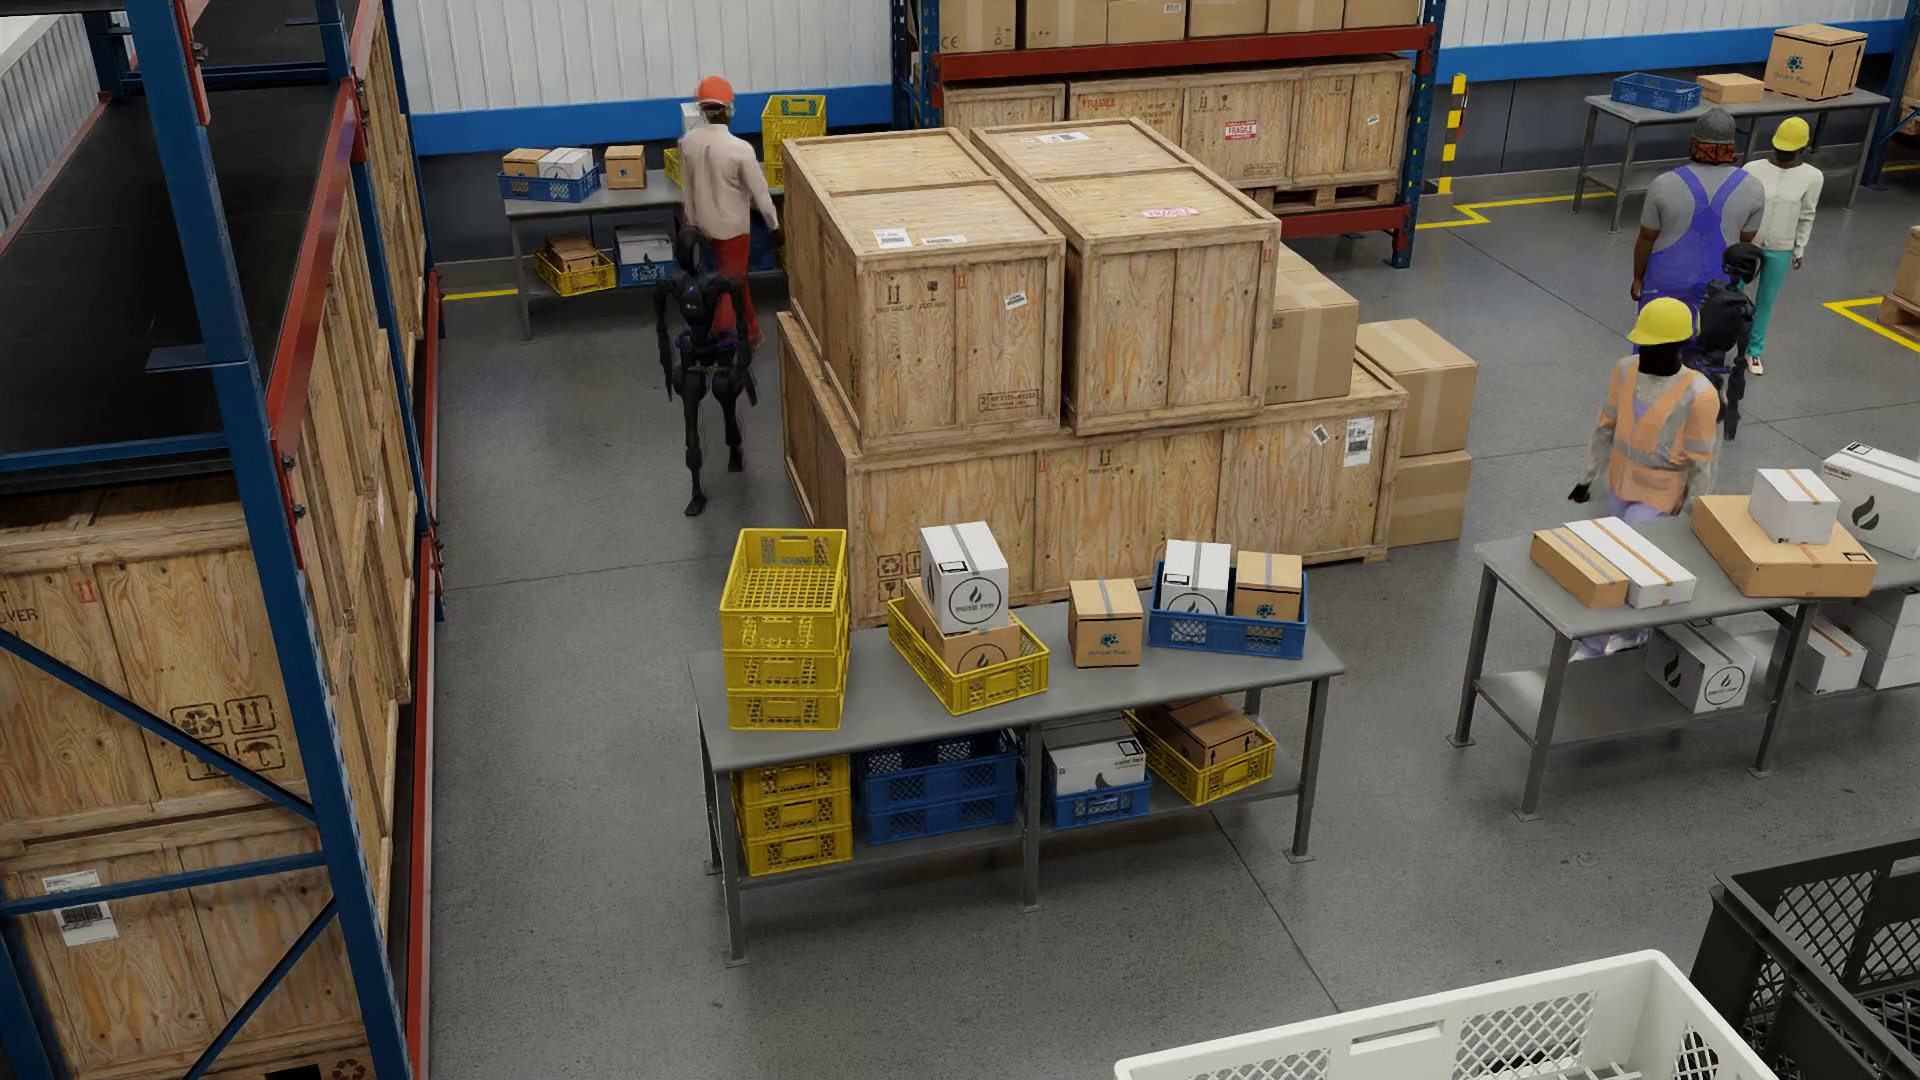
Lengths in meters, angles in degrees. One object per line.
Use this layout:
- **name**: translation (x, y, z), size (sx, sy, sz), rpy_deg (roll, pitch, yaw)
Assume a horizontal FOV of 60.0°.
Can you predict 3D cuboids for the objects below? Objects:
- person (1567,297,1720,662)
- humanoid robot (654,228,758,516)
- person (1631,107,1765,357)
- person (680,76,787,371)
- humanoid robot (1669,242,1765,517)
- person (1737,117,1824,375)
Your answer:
- **person**: translation (3.113, -0.223, 7.820), size (0.766, 1.899, 0.623), rpy_deg (-11, 31, -19)
- **humanoid robot**: translation (-1.424, -1.006, 9.539), size (0.588, 1.652, 0.734), rpy_deg (1, 29, 2)
- **person**: translation (4.507, -1.675, 10.323), size (0.680, 2.000, 0.536), rpy_deg (7, 30, 12)
- **person**: translation (-1.526, -2.124, 11.212), size (0.663, 1.964, 0.654), rpy_deg (22, 36, 35)
- **humanoid robot**: translation (4.124, -0.852, 9.201), size (0.361, 1.648, 0.572), rpy_deg (-1, 29, -2)
- **person**: translation (5.380, -1.956, 11.121), size (0.524, 1.760, 0.335), rpy_deg (10, 30, 17)
